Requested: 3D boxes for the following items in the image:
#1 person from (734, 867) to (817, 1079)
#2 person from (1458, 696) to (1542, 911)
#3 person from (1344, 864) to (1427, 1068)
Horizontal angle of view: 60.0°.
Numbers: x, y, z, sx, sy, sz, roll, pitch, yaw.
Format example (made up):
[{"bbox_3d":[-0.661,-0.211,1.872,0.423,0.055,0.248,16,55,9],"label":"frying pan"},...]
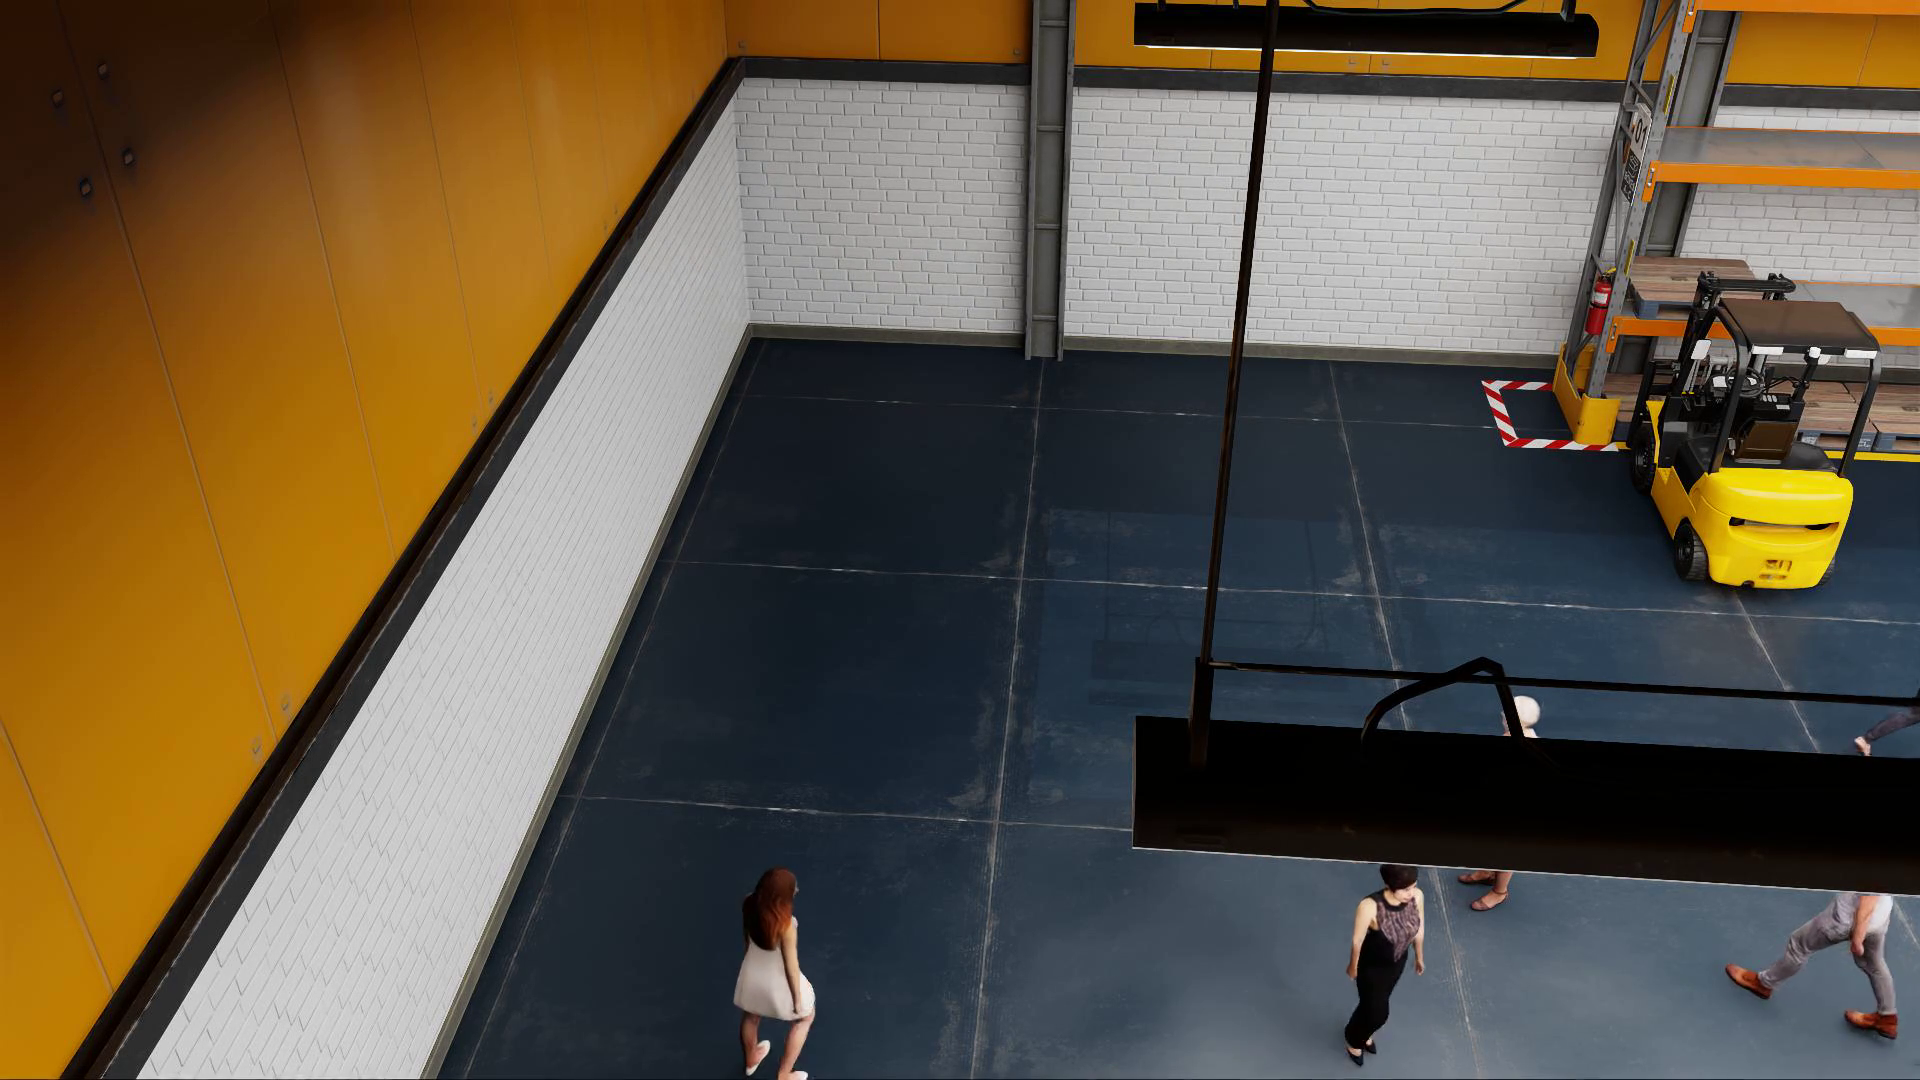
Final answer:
[{"bbox_3d":[-1.083,2.504,9.377,0.709,1.691,0.795,13,36,19],"label":"person"},{"bbox_3d":[3.500,1.670,10.631,0.610,1.691,0.630,-2,34,-3],"label":"person"},{"bbox_3d":[2.399,2.379,9.657,0.682,1.589,0.765,-17,37,-24],"label":"person"}]
